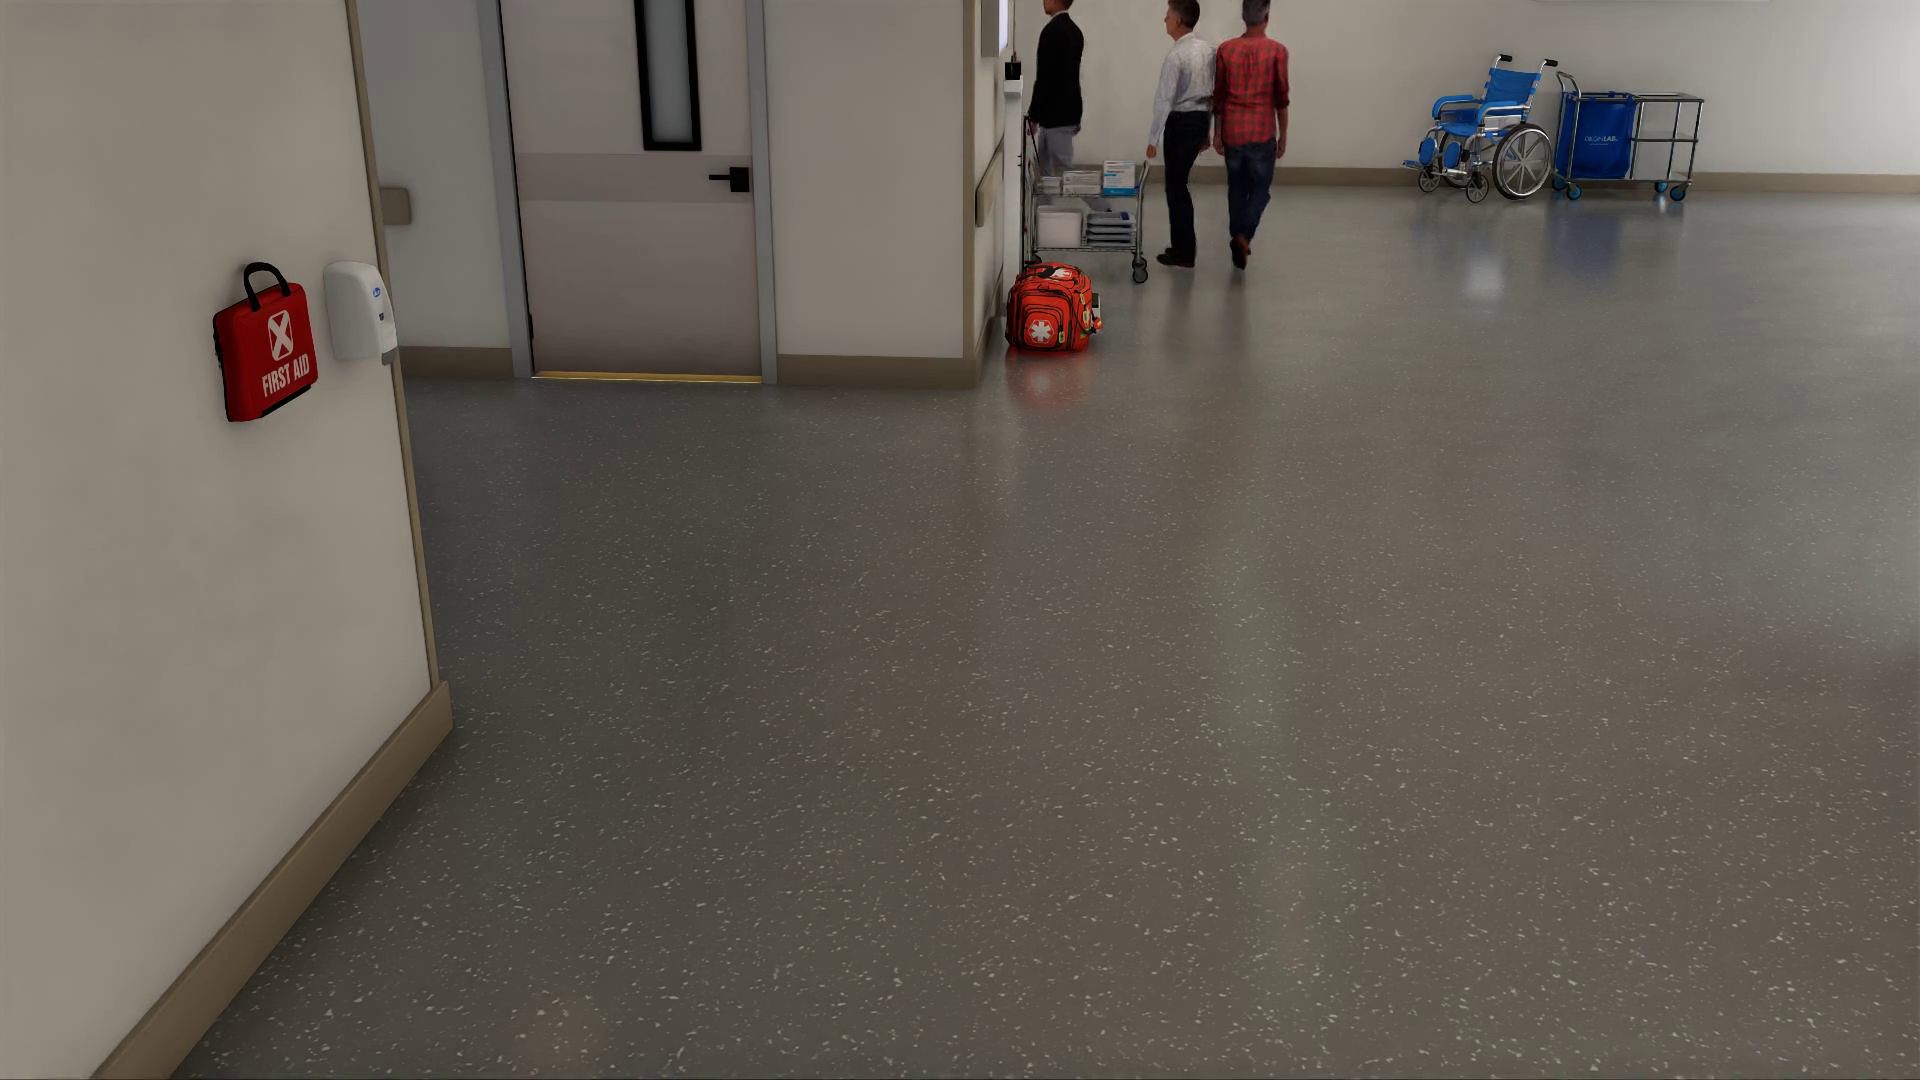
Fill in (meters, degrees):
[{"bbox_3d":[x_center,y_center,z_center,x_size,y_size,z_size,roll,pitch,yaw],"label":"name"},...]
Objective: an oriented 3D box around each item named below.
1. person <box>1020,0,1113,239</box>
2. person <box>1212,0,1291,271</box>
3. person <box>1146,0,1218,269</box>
[{"bbox_3d":[0.807,-3.069,11.959,0.967,1.921,1.184,7,22,19],"label":"person"},{"bbox_3d":[1.930,-2.713,11.191,0.991,1.800,1.257,11,23,26],"label":"person"},{"bbox_3d":[1.578,-2.749,11.275,0.848,1.809,0.758,18,27,39],"label":"person"}]
